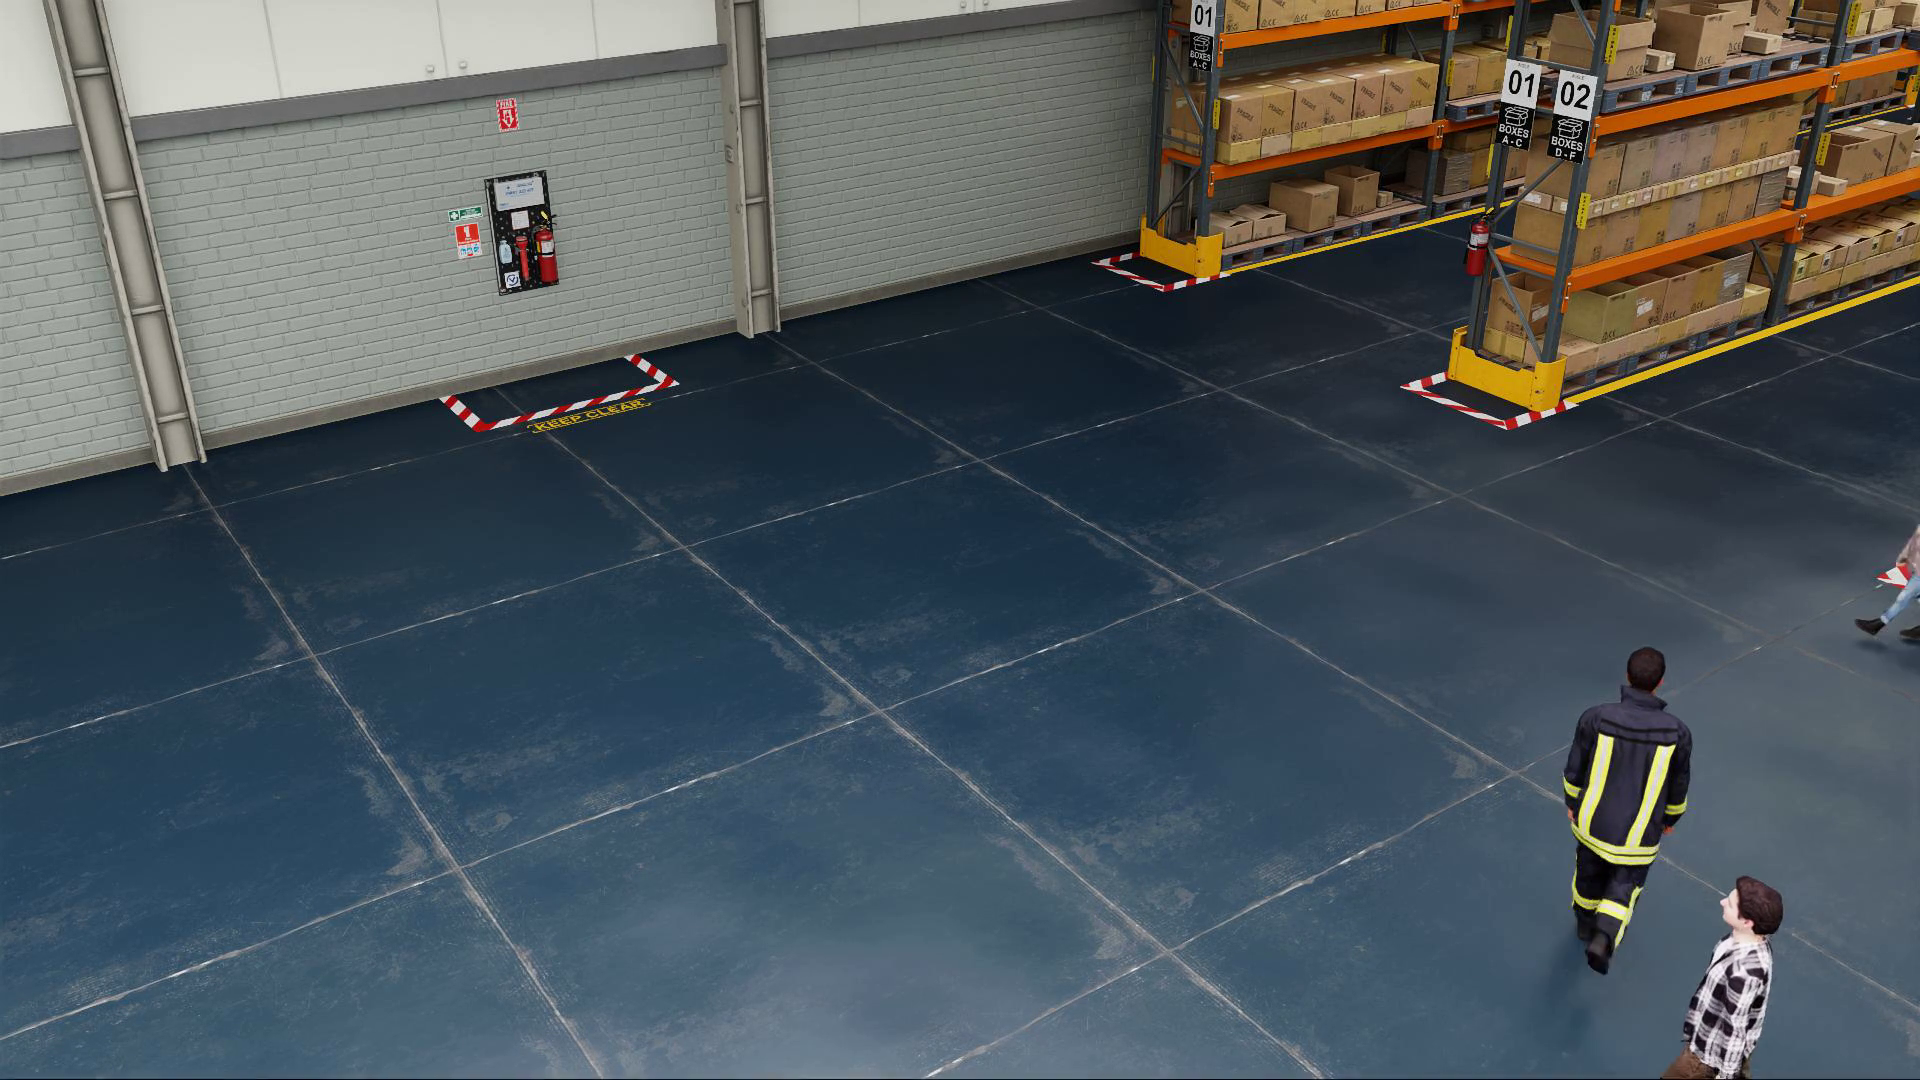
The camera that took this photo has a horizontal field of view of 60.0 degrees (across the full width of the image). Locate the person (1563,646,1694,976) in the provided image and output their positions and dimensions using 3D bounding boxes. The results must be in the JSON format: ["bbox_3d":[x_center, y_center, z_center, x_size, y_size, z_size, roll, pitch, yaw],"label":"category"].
[{"bbox_3d":[3.514,1.472,8.851,1.064,1.910,1.199,13,30,23],"label":"person"}]

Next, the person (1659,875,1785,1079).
[{"bbox_3d":[3.485,2.291,7.414,1.001,1.769,1.195,17,32,30],"label":"person"}]

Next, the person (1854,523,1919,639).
[{"bbox_3d":[7.057,0.222,12.091,0.852,1.166,0.792,4,28,8],"label":"person"}]
